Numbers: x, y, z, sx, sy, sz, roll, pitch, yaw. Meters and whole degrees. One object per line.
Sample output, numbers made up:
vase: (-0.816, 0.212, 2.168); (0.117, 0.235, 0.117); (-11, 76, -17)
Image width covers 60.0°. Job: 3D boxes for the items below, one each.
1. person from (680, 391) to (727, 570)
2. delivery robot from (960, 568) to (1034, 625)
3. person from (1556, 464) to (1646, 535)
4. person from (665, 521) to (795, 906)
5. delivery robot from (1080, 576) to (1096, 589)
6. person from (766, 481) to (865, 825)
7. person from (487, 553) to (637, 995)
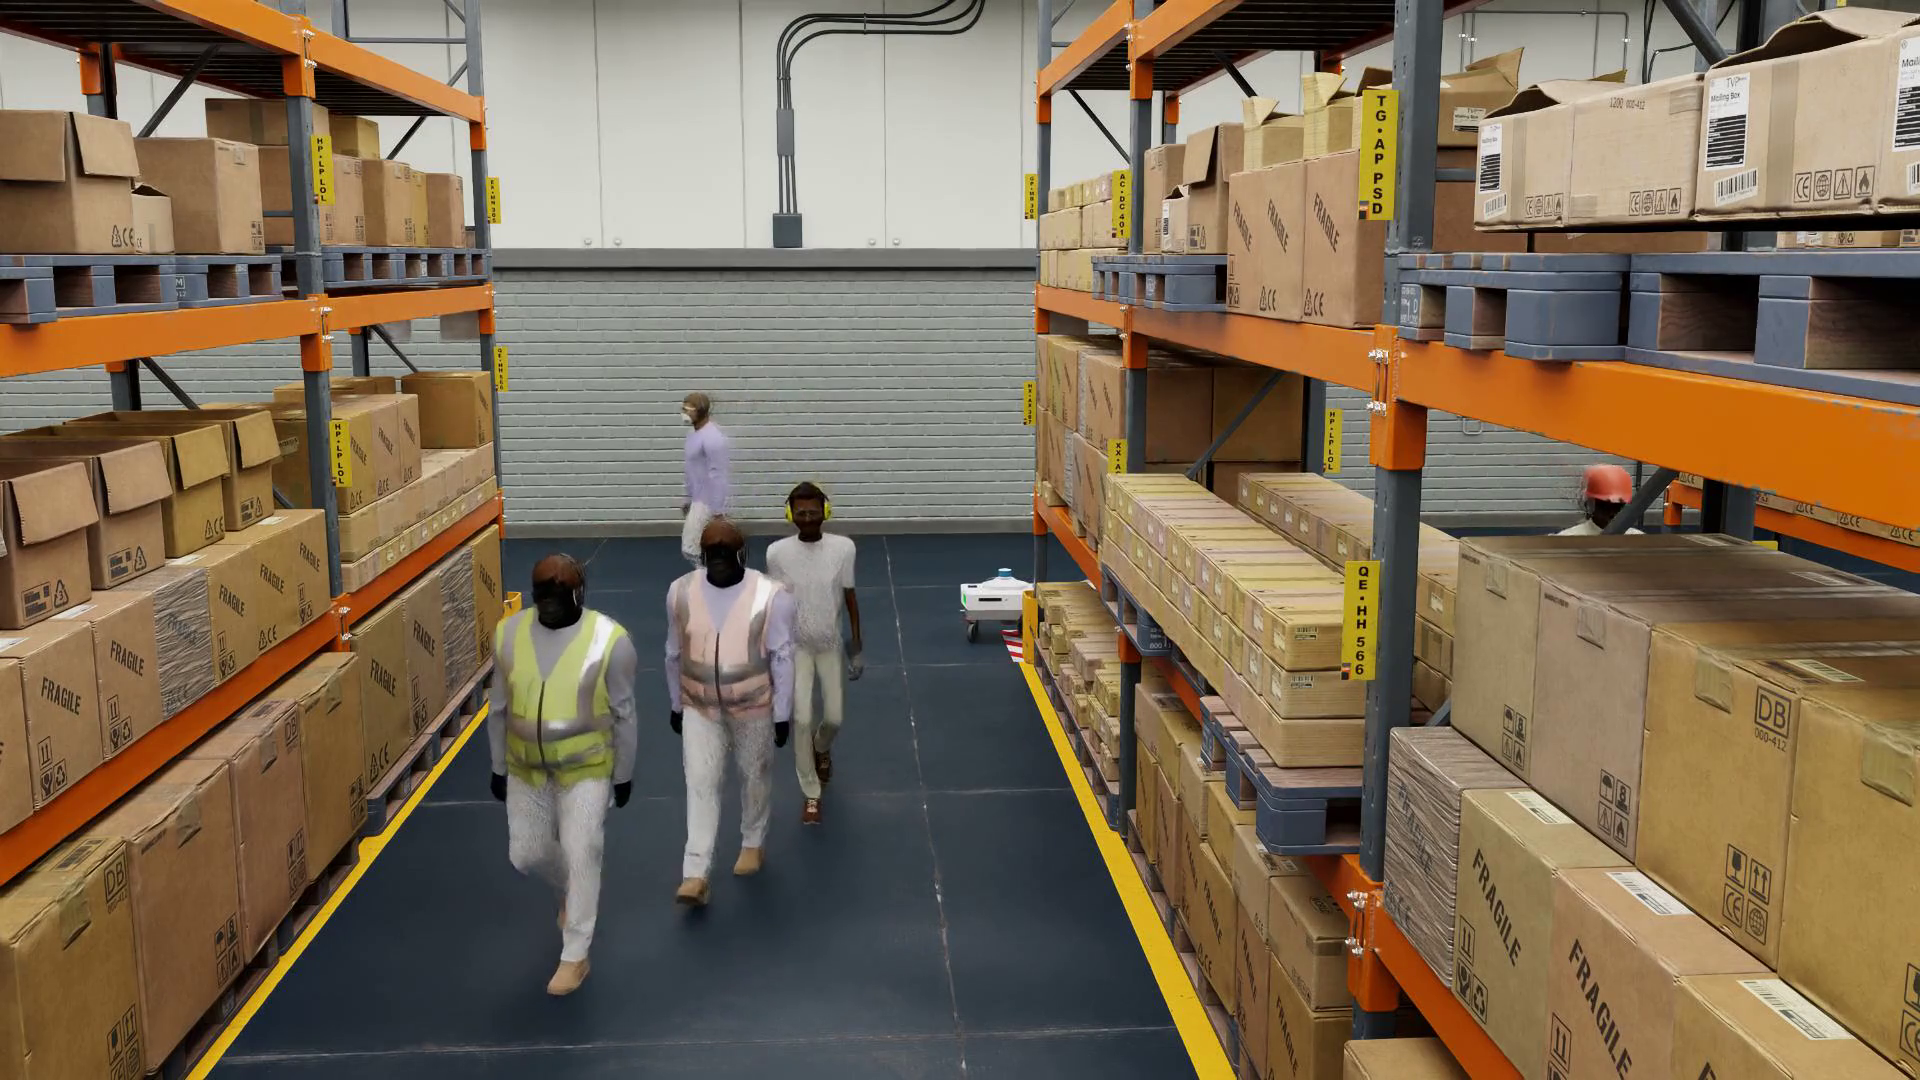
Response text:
person: (-2.184, -0.295, 14.040); (0.440, 1.926, 0.644); (-3, 10, -18)
delivery robot: (0.355, 0.471, 13.264); (0.707, 0.478, 0.477); (0, 10, -1)
person: (3.433, 0.543, 9.054); (0.632, 1.948, 1.041); (0, 10, -3)
person: (-1.107, 0.811, 7.885); (0.657, 1.791, 0.941); (1, 10, 5)
delivery robot: (1.044, 0.492, 13.142); (0.707, 0.478, 0.477); (-6, 11, -31)
person: (-0.795, 0.577, 9.109); (0.530, 1.849, 0.672); (-1, 10, -9)
person: (-1.663, 0.941, 7.023); (0.640, 1.830, 0.608); (2, 10, 9)
